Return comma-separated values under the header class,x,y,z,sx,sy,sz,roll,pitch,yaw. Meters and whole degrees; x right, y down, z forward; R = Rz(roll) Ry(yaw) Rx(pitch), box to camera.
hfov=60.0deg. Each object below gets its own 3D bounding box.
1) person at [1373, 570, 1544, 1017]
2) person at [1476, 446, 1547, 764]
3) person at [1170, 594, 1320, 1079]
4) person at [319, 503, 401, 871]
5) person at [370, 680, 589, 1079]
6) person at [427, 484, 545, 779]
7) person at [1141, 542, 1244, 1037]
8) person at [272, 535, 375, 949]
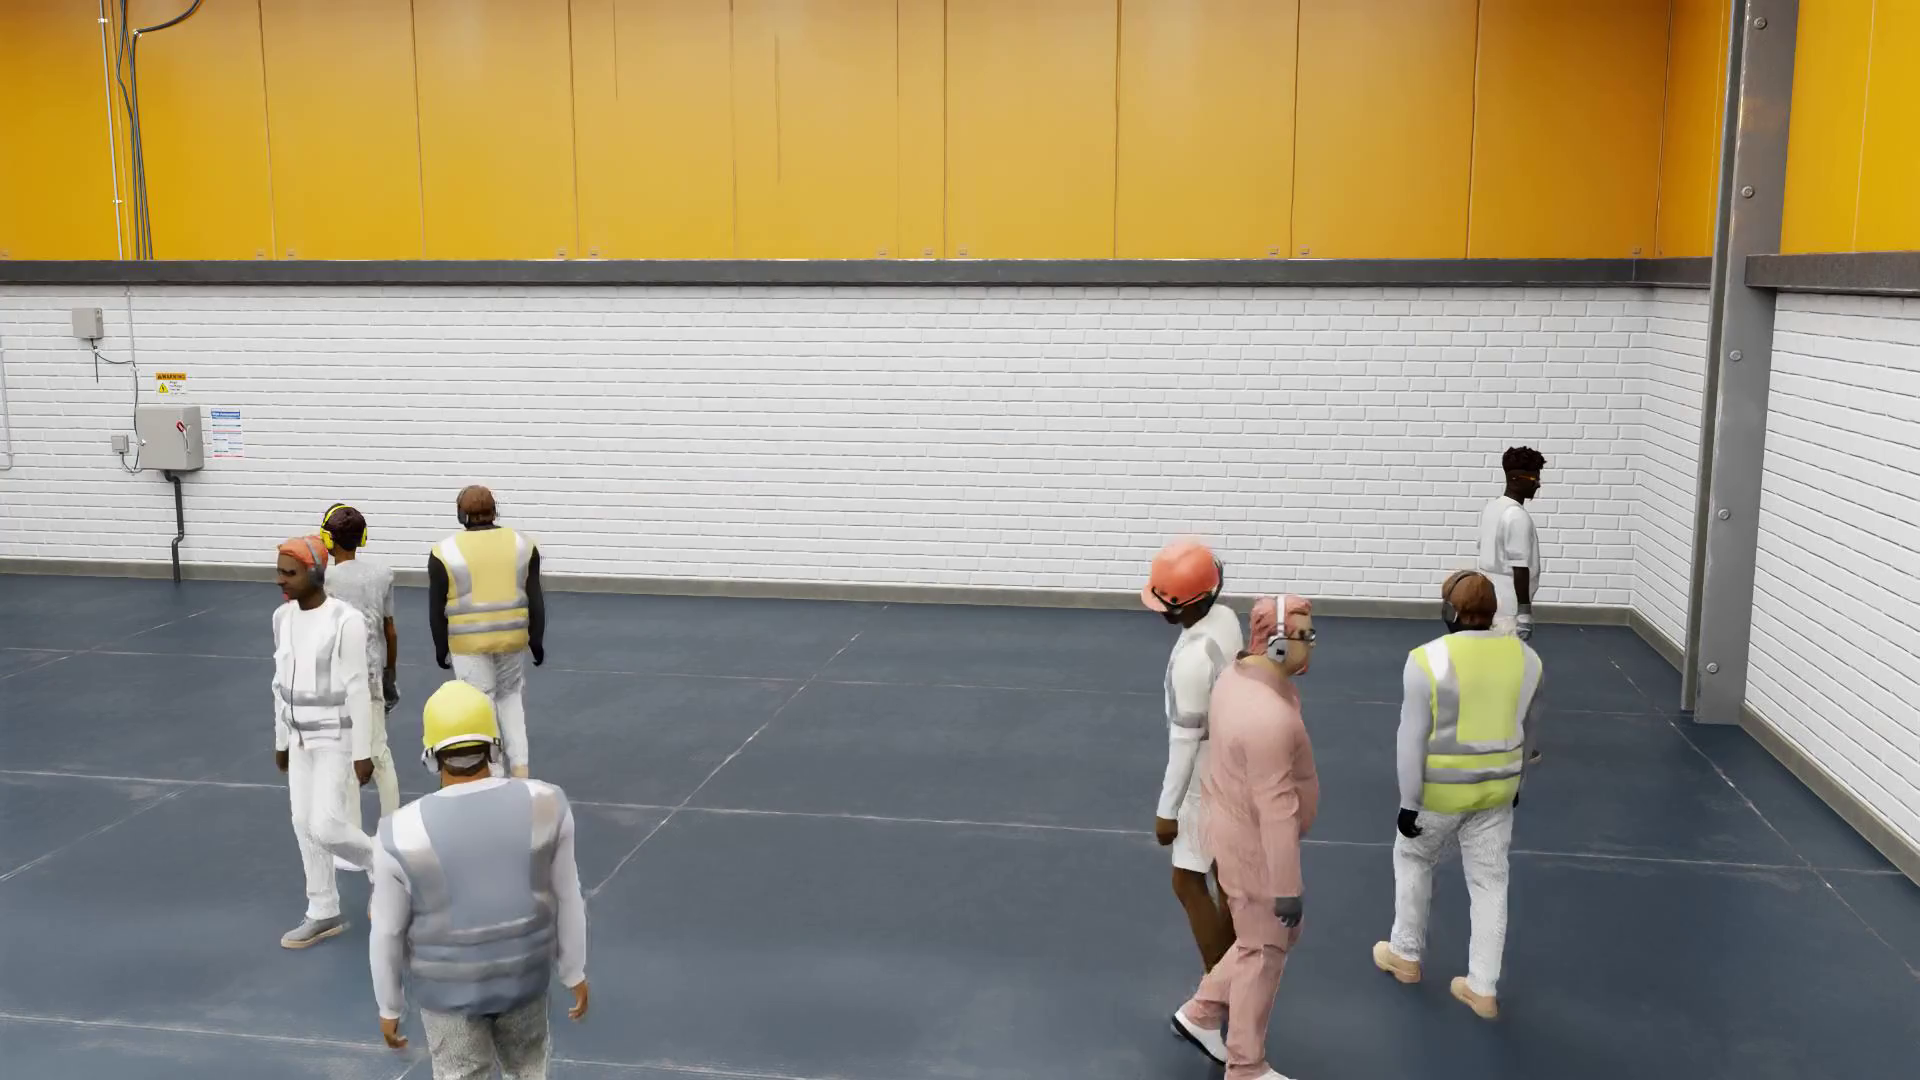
class,x,y,z,sx,sy,sz,roll,pitch,yaw
person,2.042,1.011,6.947,0.647,1.814,0.771,-2,9,-12
person,3.404,0.394,10.328,0.373,1.956,0.601,0,9,-3
person,1.096,1.121,6.021,0.436,1.892,0.677,0,9,0
person,-3.090,0.742,8.447,0.323,1.871,0.530,7,11,35
person,-1.457,1.318,5.041,0.627,1.817,0.430,-5,10,-28
person,-2.718,0.590,9.531,0.632,1.821,0.499,-6,11,-34
person,0.993,0.962,6.759,0.396,1.993,0.756,4,10,25
person,-2.847,0.896,7.500,0.595,1.866,0.492,6,11,32
